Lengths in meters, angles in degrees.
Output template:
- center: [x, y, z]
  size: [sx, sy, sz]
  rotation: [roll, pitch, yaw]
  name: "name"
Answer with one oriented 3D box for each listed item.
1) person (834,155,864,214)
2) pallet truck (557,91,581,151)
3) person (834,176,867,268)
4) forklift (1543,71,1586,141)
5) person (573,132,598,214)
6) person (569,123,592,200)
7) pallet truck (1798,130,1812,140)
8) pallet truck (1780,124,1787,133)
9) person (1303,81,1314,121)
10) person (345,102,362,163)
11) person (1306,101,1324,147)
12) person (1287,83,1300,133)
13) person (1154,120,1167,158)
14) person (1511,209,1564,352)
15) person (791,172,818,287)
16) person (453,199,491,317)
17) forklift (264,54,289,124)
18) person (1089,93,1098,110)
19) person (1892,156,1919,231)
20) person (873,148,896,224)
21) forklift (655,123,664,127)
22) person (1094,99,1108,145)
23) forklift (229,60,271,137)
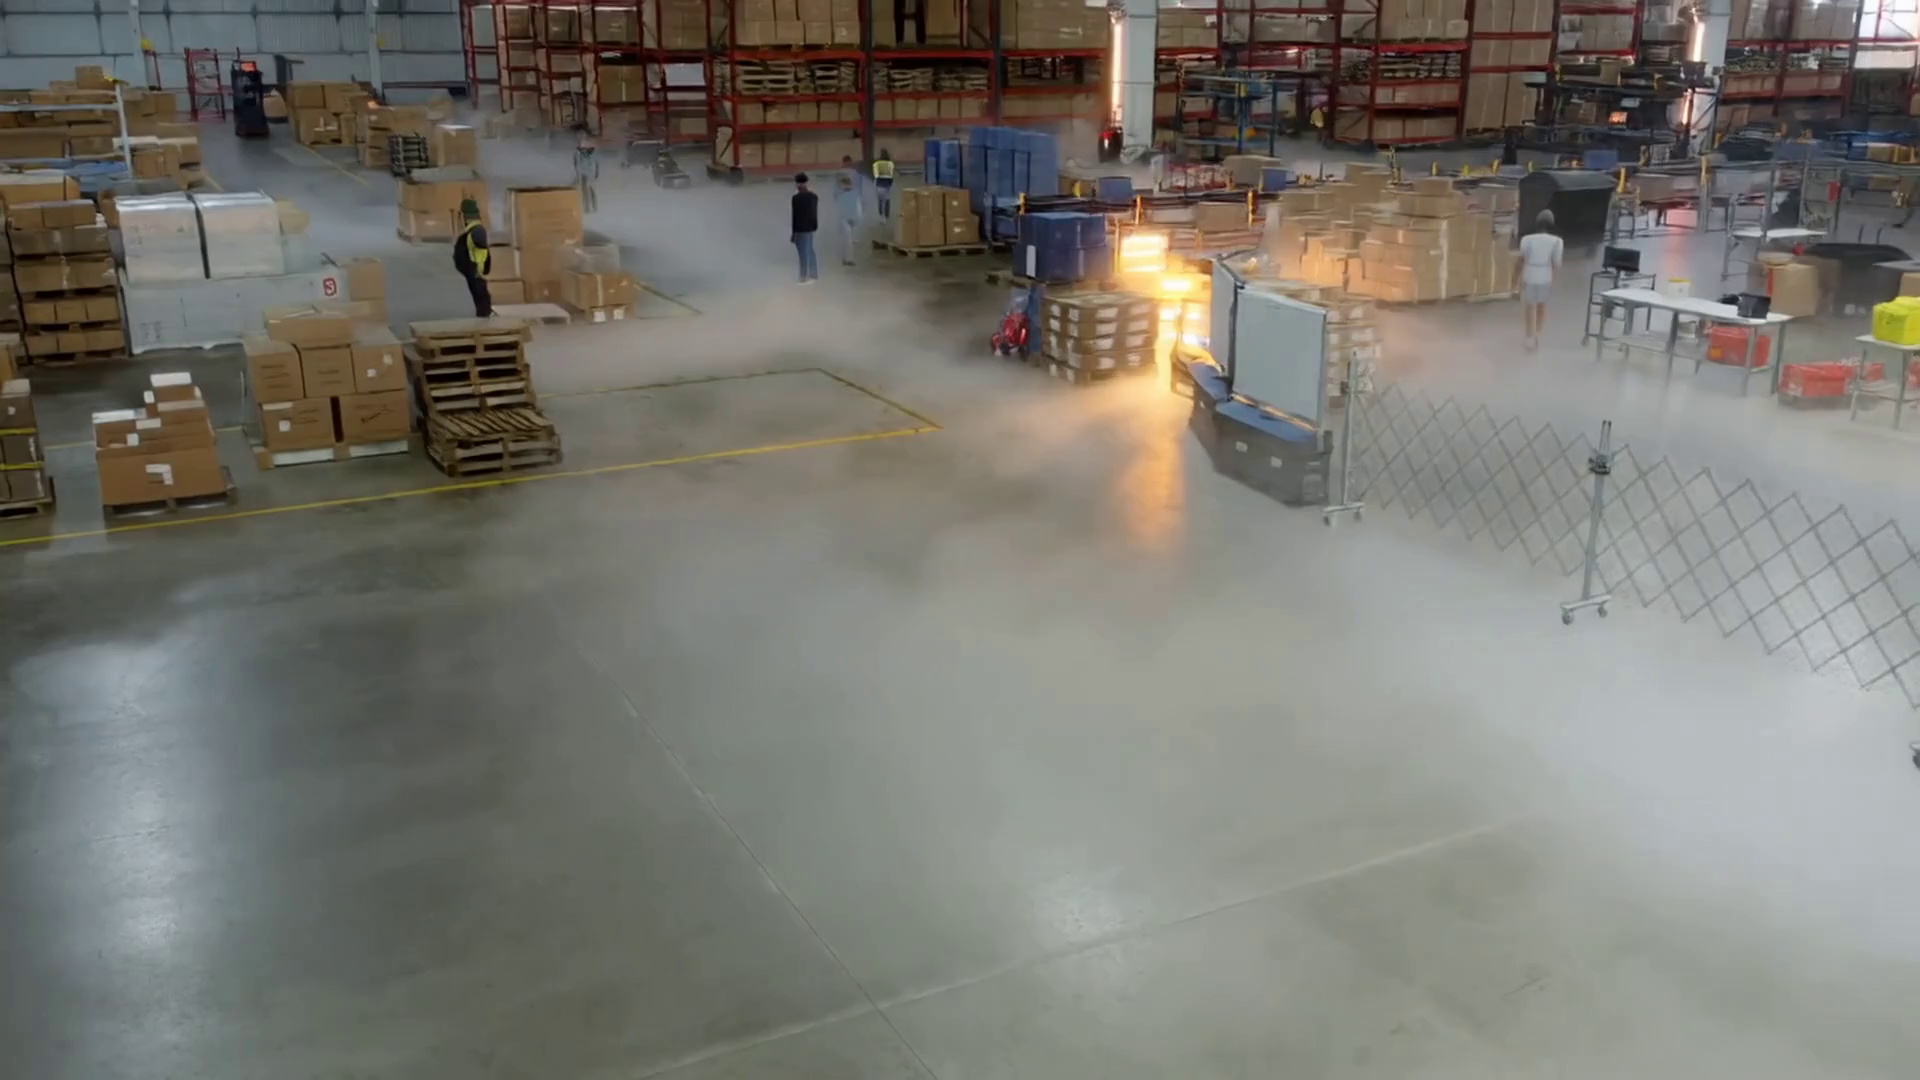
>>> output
- center: [-2.328, -7.206, 35.069]
  size: [0.620, 1.779, 0.943]
  rotation: [1, 18, 3]
  name: "person"
- center: [-13.495, -14.412, 57.188]
  size: [0.823, 1.965, 1.885]
  rotation: [-3, 18, -9]
  name: "pallet truck"
- center: [-2.063, -6.010, 31.422]
  size: [0.605, 1.722, 0.700]
  rotation: [-13, 22, -35]
  name: "person"
- center: [18.685, -13.231, 52.085]
  size: [1.873, 2.768, 1.129]
  rotation: [-9, 20, -26]
  name: "forklift"
- center: [-8.922, -8.764, 39.703]
  size: [0.551, 1.922, 0.515]
  rotation: [0, 18, 1]
  name: "person"
- center: [-9.777, -9.675, 42.518]
  size: [0.800, 1.939, 0.620]
  rotation: [1, 18, 3]
  name: "person"
- center: [25.526, -11.556, 49.408]
  size: [1.630, 1.274, 0.653]
  rotation: [-9, 20, -26]
  name: "pallet truck"
- center: [25.206, -12.542, 52.601]
  size: [1.601, 1.201, 0.680]
  rotation: [0, 18, -2]
  name: "pallet truck"
- center: [14.465, -18.071, 68.889]
  size: [0.628, 1.814, 0.598]
  rotation: [-7, 19, -22]
  name: "person"
- center: [-19.295, -12.938, 52.811]
  size: [0.521, 1.865, 0.327]
  rotation: [14, 22, 36]
  name: "person"
- center: [12.504, -14.597, 58.420]
  size: [0.860, 1.581, 0.526]
  rotation: [-10, 20, -28]
  name: "person"
- center: [13.162, -16.897, 65.082]
  size: [0.868, 1.902, 0.657]
  rotation: [-8, 19, -23]
  name: "person"
- center: [5.712, -11.269, 47.946]
  size: [0.547, 1.648, 0.867]
  rotation: [12, 21, 32]
  name: "person"
- center: [8.298, -3.759, 23.967]
  size: [0.638, 1.991, 1.010]
  rotation: [4, 18, 13]
  name: "person"
- center: [-2.744, -5.456, 29.267]
  size: [0.376, 1.997, 0.612]
  rotation: [13, 22, 35]
  name: "person"
- center: [-7.297, -4.073, 24.885]
  size: [0.536, 2.000, 0.672]
  rotation: [-8, 19, -23]
  name: "person"
- center: [-28.661, -19.096, 70.368]
  size: [1.873, 2.768, 1.129]
  rotation: [-9, 20, -26]
  name: "forklift"
- center: [5.537, -18.138, 69.289]
  size: [0.318, 1.697, 0.536]
  rotation: [-16, 24, -41]
  name: "person"
- center: [21.124, -7.719, 36.732]
  size: [0.826, 1.729, 0.552]
  rotation: [11, 21, 31]
  name: "person"
- center: [-1.702, -8.097, 38.004]
  size: [0.535, 1.669, 0.741]
  rotation: [3, 18, 10]
  name: "person"
- center: [-11.763, -18.442, 68.330]
  size: [1.873, 2.768, 1.129]
  rotation: [-9, 20, -26]
  name: "forklift"
- center: [4.649, -13.579, 54.832]
  size: [1.005, 1.859, 0.654]
  rotation: [-5, 18, -15]
  name: "person"
- center: [-27.041, -16.760, 63.084]
  size: [1.129, 2.768, 1.873]
  rotation: [-9, 20, -27]
  name: "forklift"
